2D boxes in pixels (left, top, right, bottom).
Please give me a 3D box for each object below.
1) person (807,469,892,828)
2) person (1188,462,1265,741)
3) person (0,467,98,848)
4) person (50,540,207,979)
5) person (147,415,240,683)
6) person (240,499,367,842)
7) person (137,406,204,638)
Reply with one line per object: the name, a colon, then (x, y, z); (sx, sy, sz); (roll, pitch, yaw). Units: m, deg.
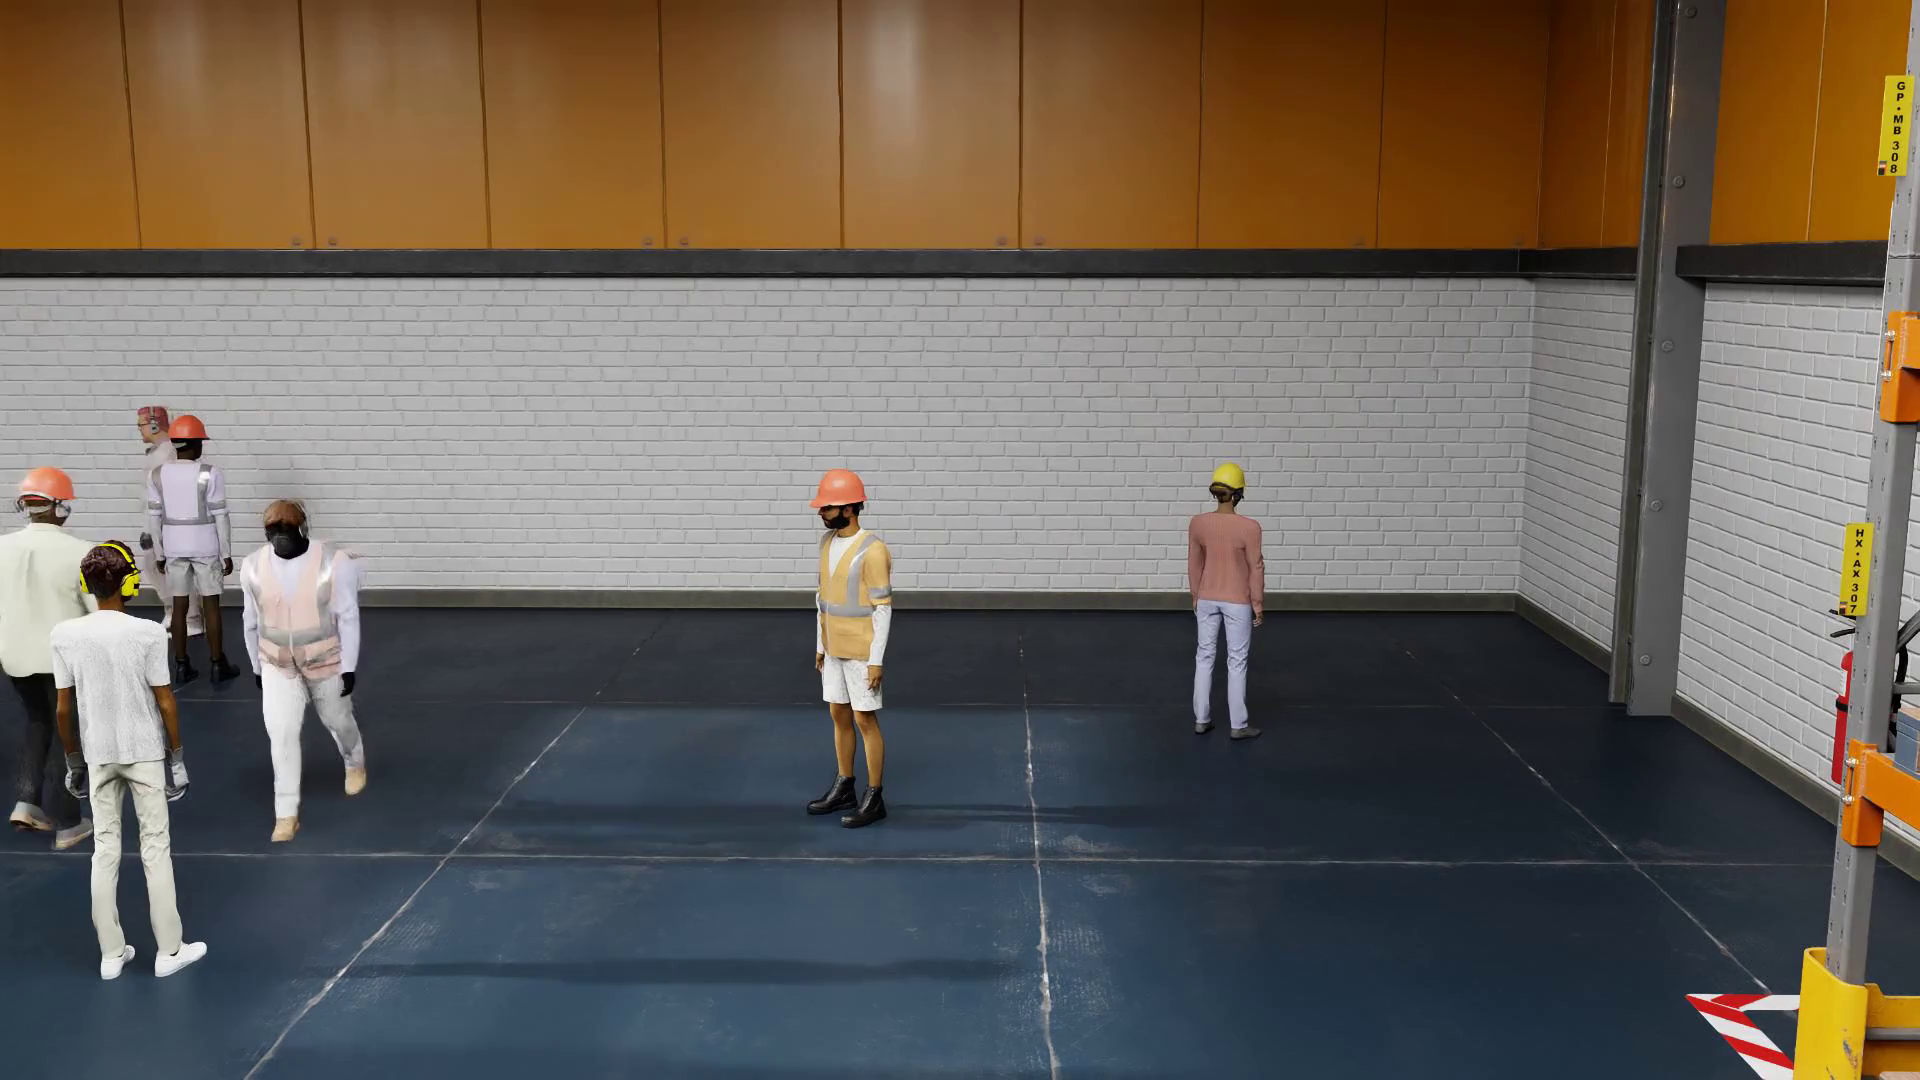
person: (-0.610, 0.576, 8.935); (0.364, 1.933, 0.551); (-8, 12, -40)
person: (1.691, 0.389, 10.561); (0.525, 1.770, 0.306); (7, 12, 35)
person: (-4.734, 0.607, 8.656); (0.693, 1.967, 0.497); (0, 9, -2)
person: (-3.522, 0.928, 7.027); (0.514, 1.873, 0.324); (0, 9, -3)
person: (-5.521, 0.067, 11.989); (0.550, 1.933, 0.374); (0, 9, -3)
person: (-3.534, 0.635, 9.031); (0.628, 1.799, 0.947); (-1, 10, -6)
person: (-6.395, -0.132, 13.333); (0.566, 1.884, 0.675); (-4, 10, -21)
